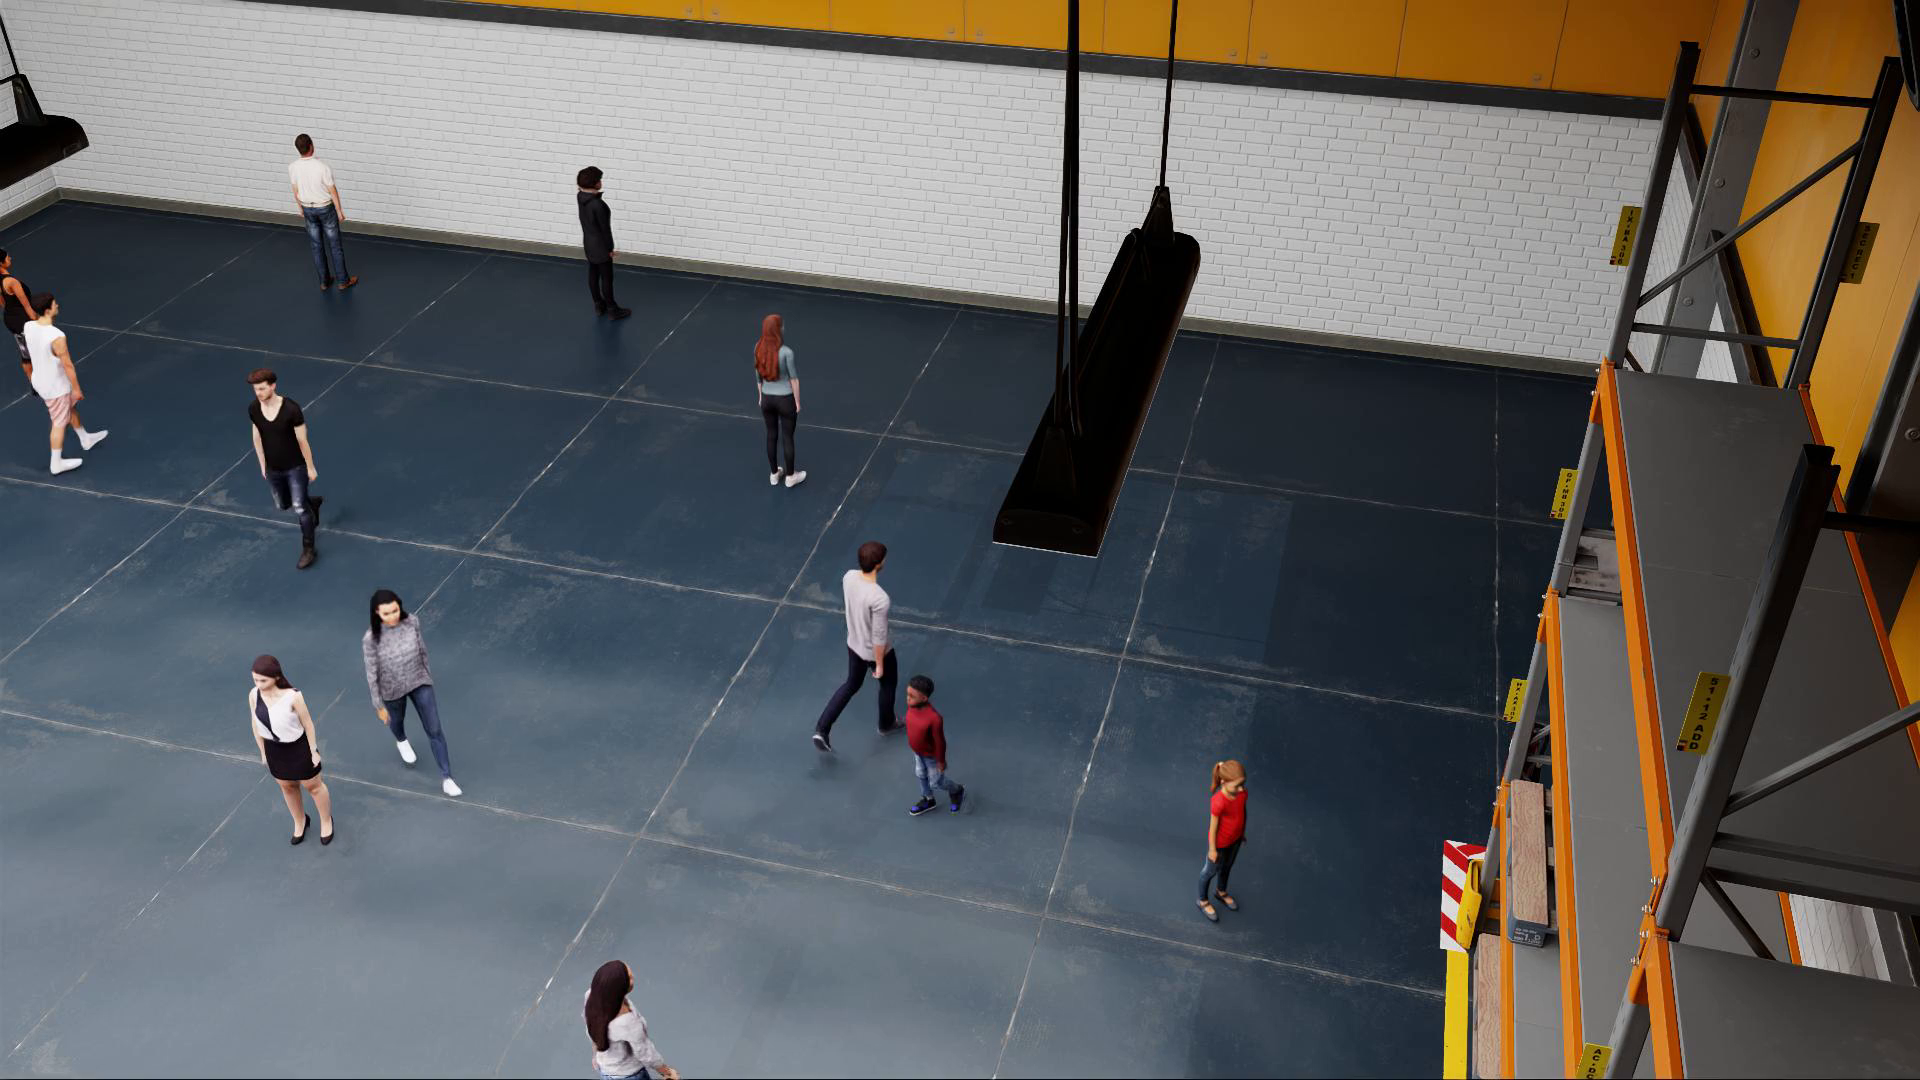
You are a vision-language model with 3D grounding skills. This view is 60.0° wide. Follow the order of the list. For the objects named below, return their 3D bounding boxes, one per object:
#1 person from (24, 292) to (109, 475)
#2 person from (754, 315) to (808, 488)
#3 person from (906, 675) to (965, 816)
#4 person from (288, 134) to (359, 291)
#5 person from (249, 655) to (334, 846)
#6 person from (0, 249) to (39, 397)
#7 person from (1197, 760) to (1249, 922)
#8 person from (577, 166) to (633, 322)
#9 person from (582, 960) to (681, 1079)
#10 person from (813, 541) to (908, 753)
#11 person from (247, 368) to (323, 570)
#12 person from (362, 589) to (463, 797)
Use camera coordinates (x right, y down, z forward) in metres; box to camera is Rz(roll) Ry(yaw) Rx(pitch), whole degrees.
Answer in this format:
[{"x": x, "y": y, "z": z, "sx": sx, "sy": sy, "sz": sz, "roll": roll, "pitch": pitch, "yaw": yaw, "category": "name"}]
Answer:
[{"x": -8.728, "y": -1.464, "z": 15.886, "sx": 0.827, "sy": 1.737, "sz": 1.034, "roll": 20, "pitch": 38, "yaw": 27, "category": "person"}, {"x": -1.708, "y": -1.307, "z": 15.645, "sx": 0.608, "sy": 1.742, "sz": 0.565, "roll": 13, "pitch": 36, "yaw": 19, "category": "person"}, {"x": -0.185, "y": 1.467, "z": 11.925, "sx": 0.755, "sy": 1.240, "sz": 0.682, "roll": -27, "pitch": 42, "yaw": -34, "category": "person"}, {"x": -7.445, "y": -3.807, "z": 19.303, "sx": 0.704, "sy": 1.856, "sz": 0.635, "roll": 2, "pitch": 34, "yaw": 3, "category": "person"}, {"x": -4.646, "y": 1.468, "z": 11.557, "sx": 0.605, "sy": 1.647, "sz": 0.578, "roll": 1, "pitch": 34, "yaw": 2, "category": "person"}, {"x": -9.668, "y": -2.247, "z": 17.132, "sx": 0.620, "sy": 1.661, "sz": 0.578, "roll": 16, "pitch": 37, "yaw": 23, "category": "person"}, {"x": 1.762, "y": 1.973, "z": 11.103, "sx": 0.541, "sy": 1.307, "sz": 0.610, "roll": -24, "pitch": 40, "yaw": -31, "category": "person"}, {"x": -4.059, "y": -3.325, "z": 18.647, "sx": 0.718, "sy": 1.780, "sz": 0.739, "roll": 28, "pitch": 43, "yaw": 35, "category": "person"}, {"x": -1.948, "y": 3.030, "z": 9.261, "sx": 1.098, "sy": 1.586, "sz": 0.957, "roll": -25, "pitch": 41, "yaw": -32, "category": "person"}, {"x": -0.746, "y": 0.837, "z": 12.358, "sx": 1.217, "sy": 1.810, "sz": 1.075, "roll": -27, "pitch": 42, "yaw": -35, "category": "person"}, {"x": -5.862, "y": -0.705, "z": 14.617, "sx": 0.708, "sy": 1.878, "sz": 0.992, "roll": 5, "pitch": 34, "yaw": 7, "category": "person"}, {"x": -4.103, "y": 1.036, "z": 12.177, "sx": 1.187, "sy": 1.679, "sz": 1.184, "roll": -21, "pitch": 39, "yaw": -29, "category": "person"}]
